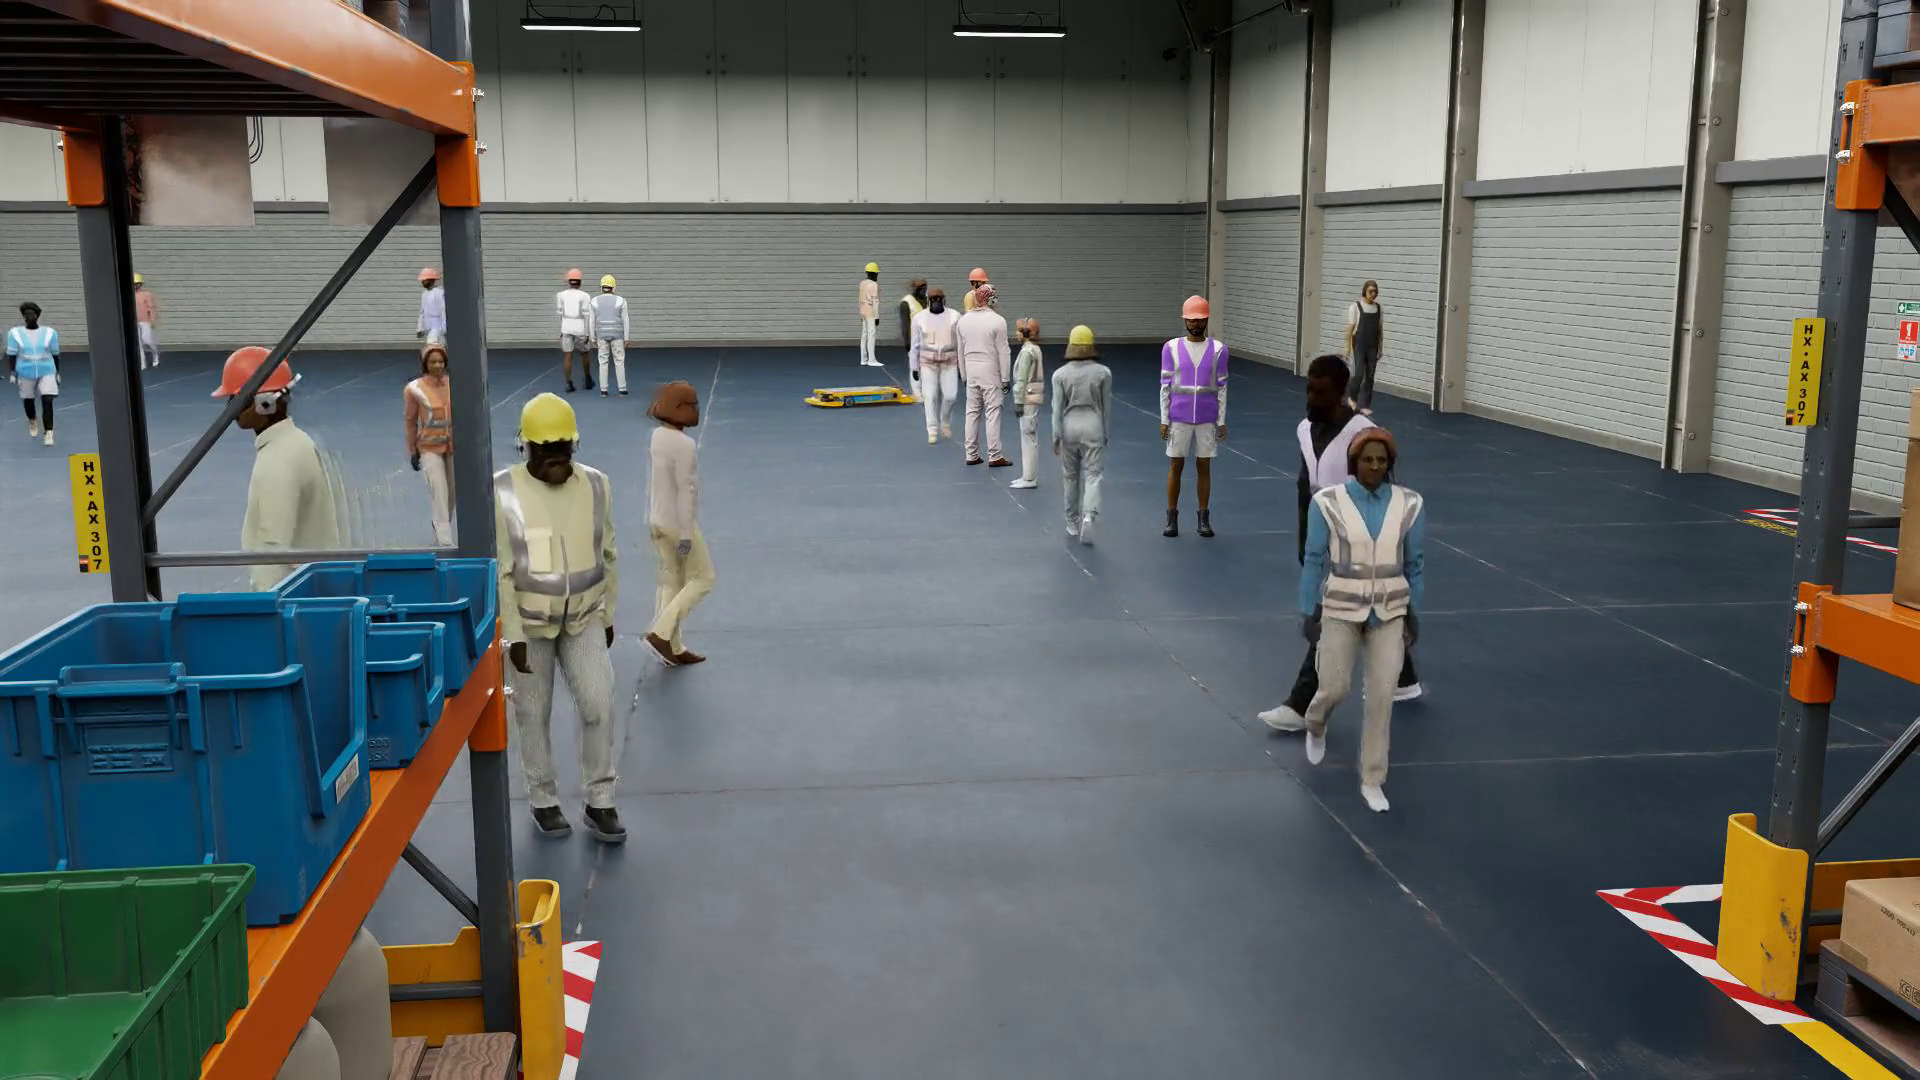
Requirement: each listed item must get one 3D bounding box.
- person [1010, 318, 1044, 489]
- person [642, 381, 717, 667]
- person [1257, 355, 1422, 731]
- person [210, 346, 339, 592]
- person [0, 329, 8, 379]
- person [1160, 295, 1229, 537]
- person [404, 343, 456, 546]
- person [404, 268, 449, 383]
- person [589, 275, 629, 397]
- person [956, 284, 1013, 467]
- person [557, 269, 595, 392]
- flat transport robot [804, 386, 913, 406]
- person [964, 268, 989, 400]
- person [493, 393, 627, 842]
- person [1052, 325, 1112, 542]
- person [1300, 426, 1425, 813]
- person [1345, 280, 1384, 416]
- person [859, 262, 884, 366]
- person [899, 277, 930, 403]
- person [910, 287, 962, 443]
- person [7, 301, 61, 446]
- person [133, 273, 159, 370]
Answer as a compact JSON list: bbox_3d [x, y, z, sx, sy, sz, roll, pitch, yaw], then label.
[{"bbox_3d":[0.645,-1.310,15.966,0.334,1.639,0.516,2,11,11],"label":"person"},{"bbox_3d":[-1.571,-0.076,9.245,0.373,1.621,0.500,-7,12,-34],"label":"person"},{"bbox_3d":[1.913,0.000,8.255,1.074,1.842,0.655,-3,11,-18],"label":"person"},{"bbox_3d":[-2.798,0.221,6.637,0.818,1.965,0.643,-4,11,-19],"label":"person"},{"bbox_3d":[-16.296,-3.622,27.888,0.594,1.914,0.420,4,11,19],"label":"person"},{"bbox_3d":[1.876,-0.986,13.358,0.543,1.939,0.359,0,10,3],"label":"person"},{"bbox_3d":[-3.950,-0.691,12.612,0.513,1.614,0.742,-9,13,-39],"label":"person"},{"bbox_3d":[-8.556,-3.397,26.686,0.949,1.891,0.575,-10,14,-42],"label":"person"},{"bbox_3d":[-5.270,-3.067,25.052,0.590,1.835,0.404,0,10,-2],"label":"person"},{"bbox_3d":[0.279,-1.717,17.457,0.642,1.909,0.409,8,13,36],"label":"person"},{"bbox_3d":[-5.997,-3.277,26.035,0.564,1.895,0.958,1,10,5],"label":"person"},{"bbox_3d":[-1.449,-2.071,23.877,1.431,0.197,0.652,-6,12,-30],"label":"flat transport robot"},{"bbox_3d":[0.260,-3.035,24.599,0.369,1.935,0.547,3,11,16],"label":"person"},{"bbox_3d":[-1.568,0.326,6.529,0.586,1.804,0.640,-6,12,-31],"label":"person"},{"bbox_3d":[0.961,-0.847,13.214,0.474,1.710,0.753,1,10,7],"label":"person"},{"bbox_3d":[1.709,0.310,7.128,0.523,1.624,0.553,0,10,-3],"label":"person"},{"bbox_3d":[5.454,-2.580,22.393,0.543,1.829,0.428,-3,11,-14],"label":"person"},{"bbox_3d":[-1.666,-4.204,31.030,0.388,1.926,0.590,-6,12,-32],"label":"person"},{"bbox_3d":[-0.571,-2.899,24.167,0.638,1.822,0.436,-8,13,-37],"label":"person"},{"bbox_3d":[-0.264,-2.036,19.422,0.648,1.824,0.453,-1,10,-4],"label":"person"},{"bbox_3d":[-10.750,-1.946,19.339,0.538,1.673,0.720,-6,12,-28],"label":"person"},{"bbox_3d":[-14.866,-3.957,30.172,0.526,1.755,0.418,1,10,4],"label":"person"}]
